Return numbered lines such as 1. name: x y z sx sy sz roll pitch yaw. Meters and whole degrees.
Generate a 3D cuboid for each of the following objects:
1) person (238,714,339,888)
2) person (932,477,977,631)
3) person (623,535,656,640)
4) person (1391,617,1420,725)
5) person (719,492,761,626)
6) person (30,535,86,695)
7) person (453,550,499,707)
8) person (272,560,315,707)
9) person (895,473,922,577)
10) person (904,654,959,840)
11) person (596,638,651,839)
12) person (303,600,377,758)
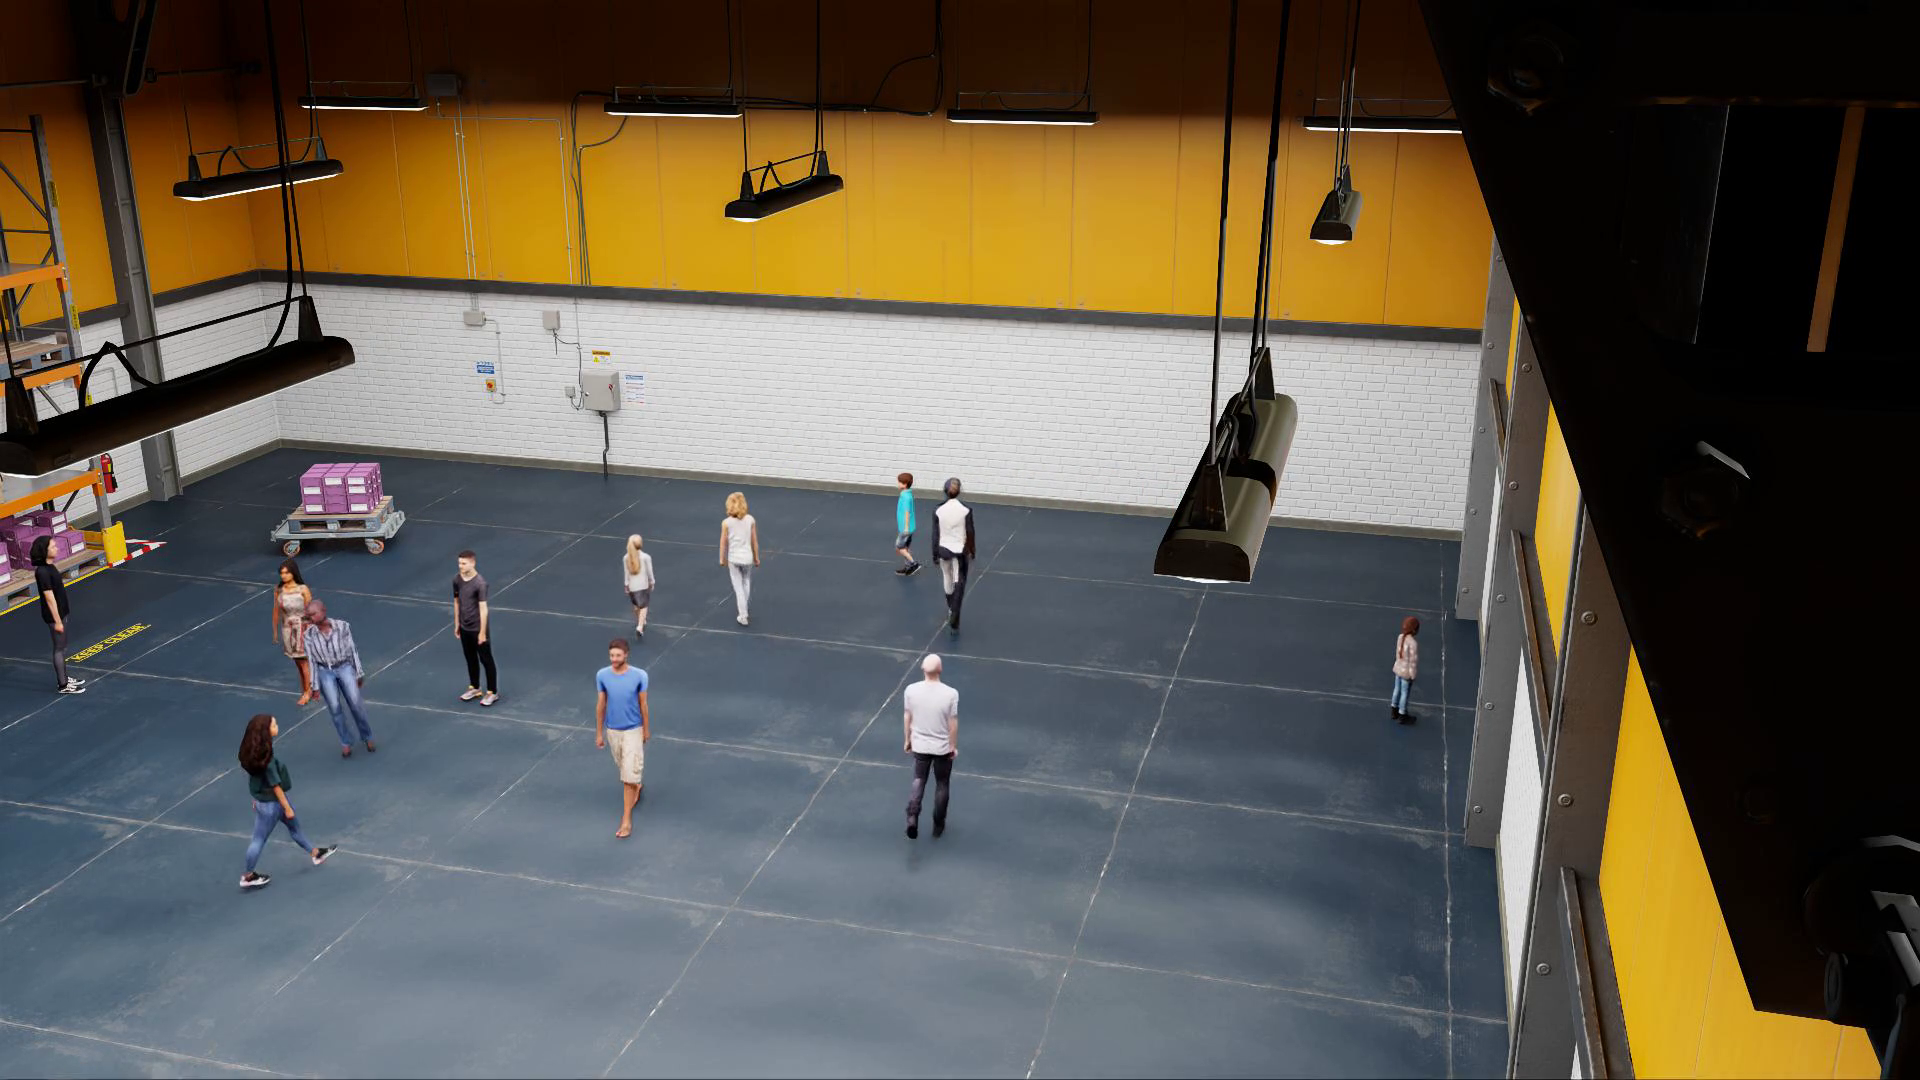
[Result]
1. person: -6.113 2.316 14.522 1.143 1.572 1.028 -13 23 -34
2. person: -0.076 0.196 20.368 0.736 1.858 1.216 4 19 11
3. person: -3.914 0.569 20.203 0.609 1.257 0.881 2 19 5
4. person: 4.784 1.385 17.879 0.609 1.193 0.526 -5 19 -15
5. person: -2.693 0.255 20.526 0.916 1.645 1.006 -8 20 -22
6. person: -10.113 0.812 18.575 0.767 1.836 0.688 -9 20 -24
7. person: -5.335 0.947 18.288 0.680 1.761 0.624 10 21 28
8. person: -7.287 0.986 18.414 0.682 1.609 0.709 3 19 9
9. person: -0.655 -0.198 22.197 0.670 1.439 0.585 -1 19 -3
10. person: -0.280 1.938 15.257 0.650 1.819 0.880 5 19 14
11. person: -3.162 1.769 15.760 0.777 1.819 1.286 2 19 5
12. person: -6.332 1.404 16.942 0.810 1.755 0.840 -13 23 -34
